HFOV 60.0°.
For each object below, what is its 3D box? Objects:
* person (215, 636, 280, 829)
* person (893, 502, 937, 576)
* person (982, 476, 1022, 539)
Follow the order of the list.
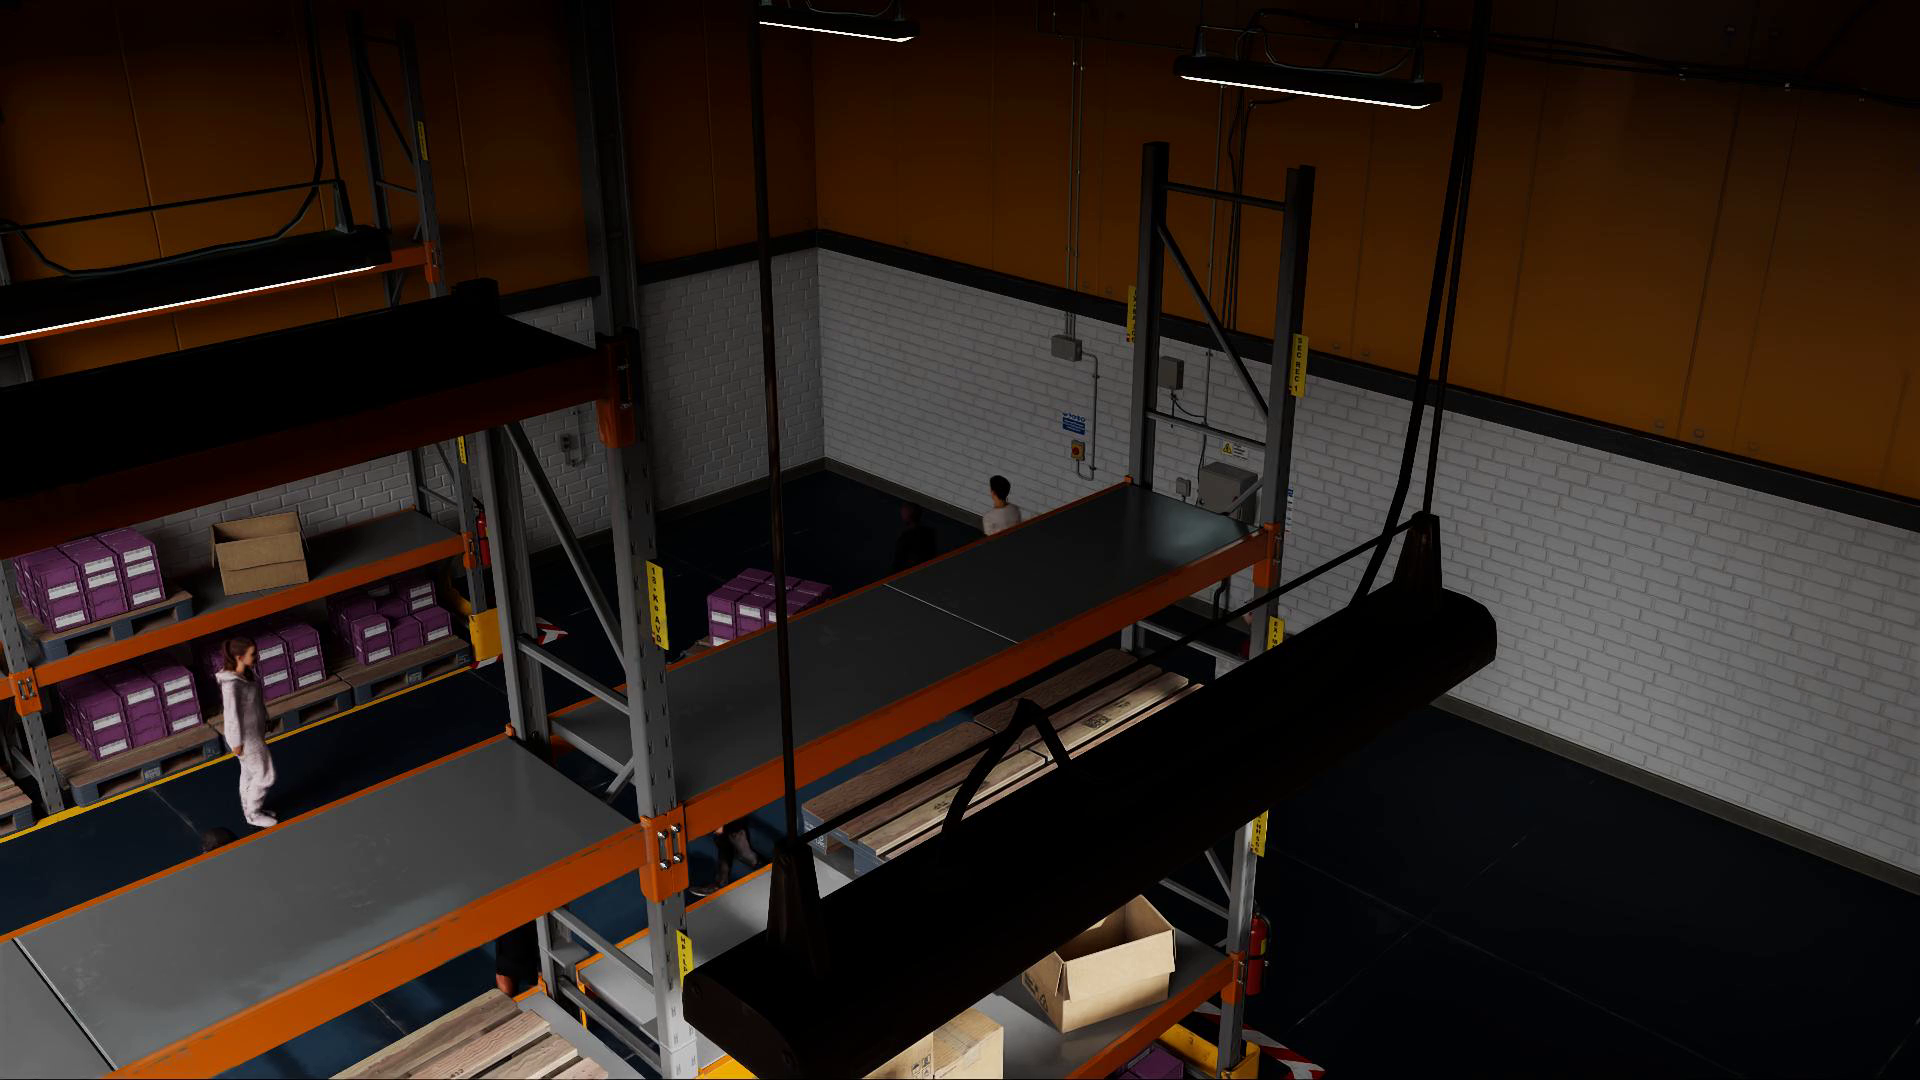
[{"bbox_3d":[-5.811,1.541,13.333,0.777,1.672,0.748,-5,24,-11],"label":"person"},{"bbox_3d":[-0.360,0.504,15.628,0.778,1.734,1.056,18,29,35],"label":"person"},{"bbox_3d":[0.448,0.205,16.353,0.965,1.701,0.756,-18,29,-36],"label":"person"}]
